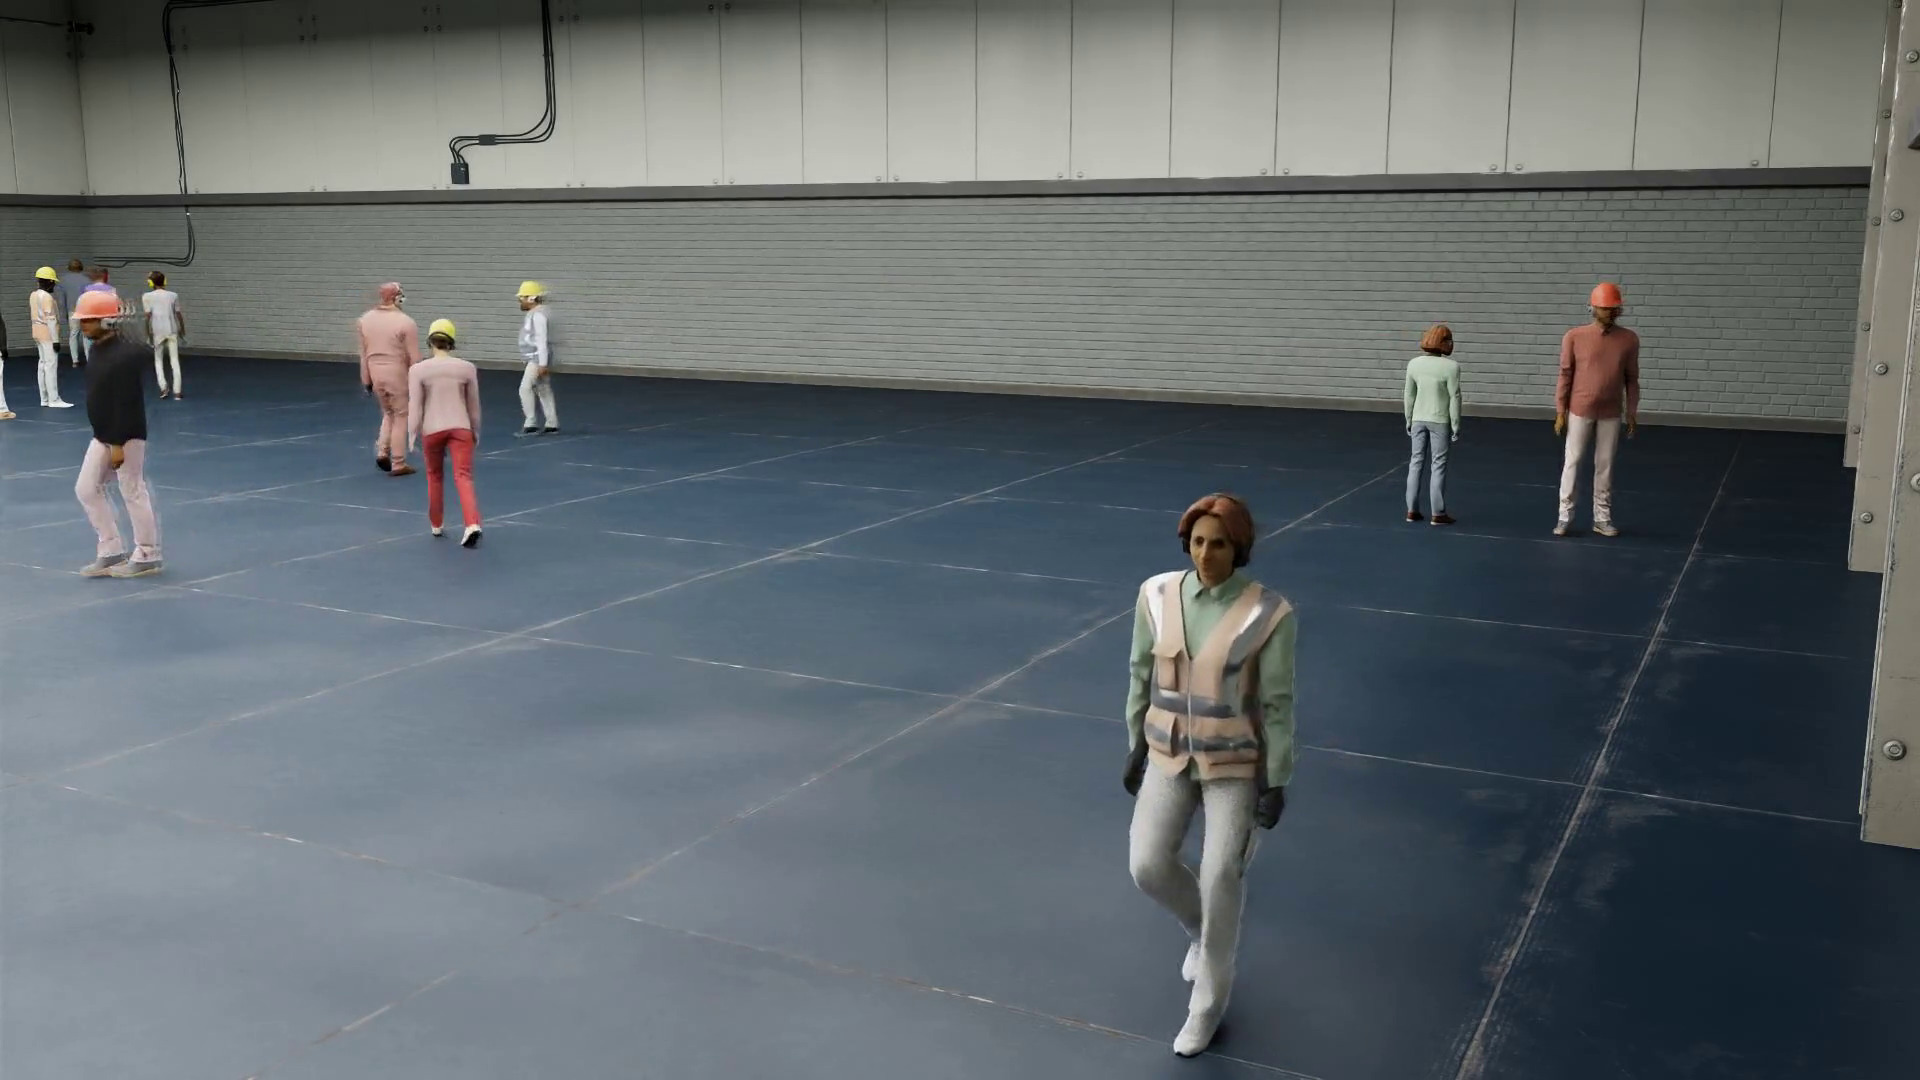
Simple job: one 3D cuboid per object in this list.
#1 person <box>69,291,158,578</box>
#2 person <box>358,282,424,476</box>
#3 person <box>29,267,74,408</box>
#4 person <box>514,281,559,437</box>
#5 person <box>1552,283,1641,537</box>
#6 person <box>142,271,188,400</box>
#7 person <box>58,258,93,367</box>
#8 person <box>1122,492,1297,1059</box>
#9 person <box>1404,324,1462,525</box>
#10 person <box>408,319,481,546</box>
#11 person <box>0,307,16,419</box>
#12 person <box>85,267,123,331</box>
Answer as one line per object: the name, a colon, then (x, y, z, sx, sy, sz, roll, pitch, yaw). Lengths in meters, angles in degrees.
person: (-5.827, -0.695, 11.303, 0.653, 1.973, 0.626, 9, 14, 42)
person: (-5.537, -1.570, 16.314, 0.671, 1.890, 0.444, 4, 11, 19)
person: (-12.460, -2.763, 22.745, 0.584, 1.918, 0.381, 9, 14, 42)
person: (-5.038, -2.111, 19.485, 0.673, 1.806, 0.621, -3, 11, -18)
person: (4.969, -1.000, 12.972, 0.658, 1.984, 0.435, 1, 10, 5)
person: (-11.427, -2.945, 23.954, 0.572, 1.834, 0.746, -6, 12, -31)
person: (-15.722, -4.052, 29.711, 0.635, 1.939, 0.359, 1, 10, 3)
person: (0.735, 0.658, 4.857, 0.538, 1.623, 0.466, 7, 13, 34)
person: (3.865, -0.943, 13.598, 0.267, 1.632, 0.507, -9, 14, -41)
person: (-3.929, -0.824, 12.721, 0.567, 1.712, 0.905, -5, 11, -24)
person: (-12.479, -2.457, 21.283, 0.619, 1.845, 0.430, 1, 10, 4)
person: (-14.746, -3.782, 28.611, 0.579, 1.811, 0.908, 3, 11, 14)
